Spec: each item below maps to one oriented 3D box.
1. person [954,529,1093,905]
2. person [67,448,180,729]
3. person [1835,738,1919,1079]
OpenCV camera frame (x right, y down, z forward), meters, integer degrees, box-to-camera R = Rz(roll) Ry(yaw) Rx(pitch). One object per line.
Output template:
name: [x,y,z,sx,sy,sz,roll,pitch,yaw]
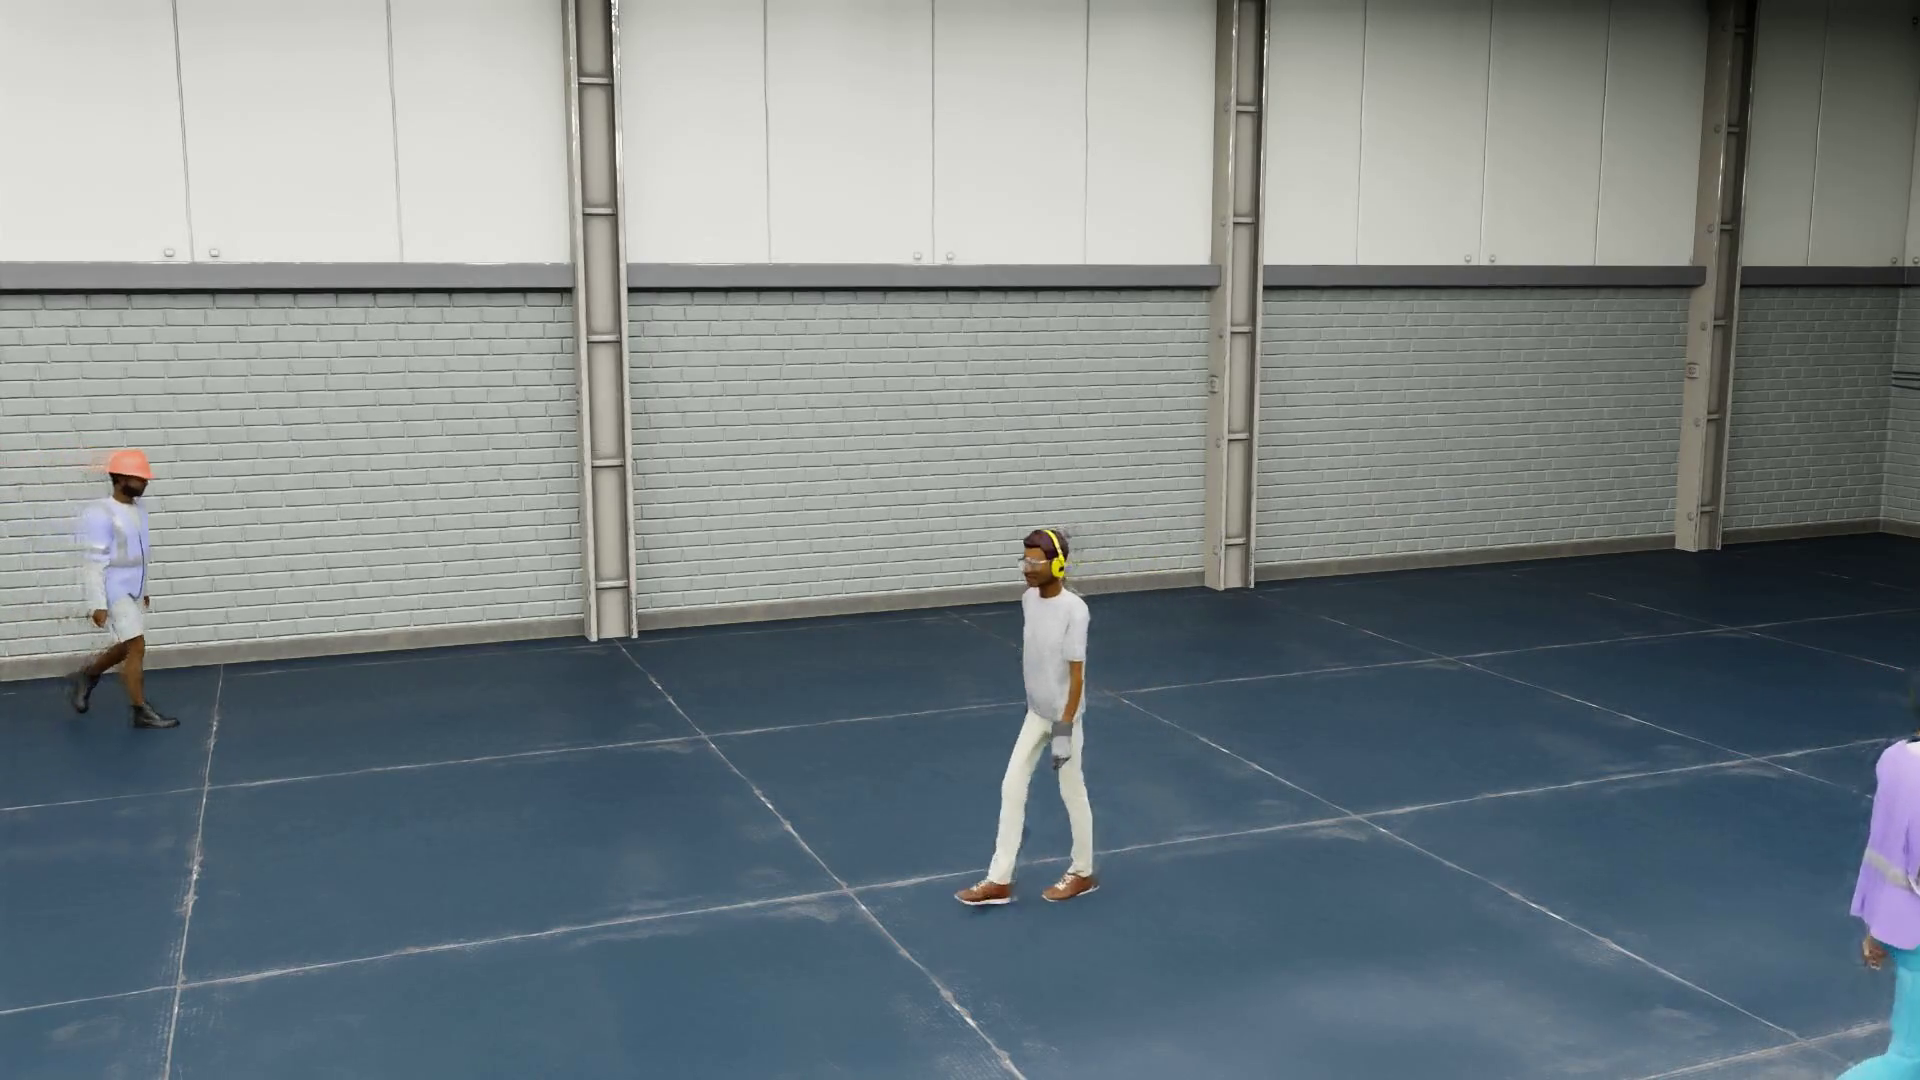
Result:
person: [0.334,0.867,7.890,0.845,1.837,0.562,-6,11,-34]
person: [-5.688,0.325,11.133,0.791,1.904,0.585,1,9,6]
person: [3.054,1.278,5.381,0.822,1.824,0.562,1,9,7]
